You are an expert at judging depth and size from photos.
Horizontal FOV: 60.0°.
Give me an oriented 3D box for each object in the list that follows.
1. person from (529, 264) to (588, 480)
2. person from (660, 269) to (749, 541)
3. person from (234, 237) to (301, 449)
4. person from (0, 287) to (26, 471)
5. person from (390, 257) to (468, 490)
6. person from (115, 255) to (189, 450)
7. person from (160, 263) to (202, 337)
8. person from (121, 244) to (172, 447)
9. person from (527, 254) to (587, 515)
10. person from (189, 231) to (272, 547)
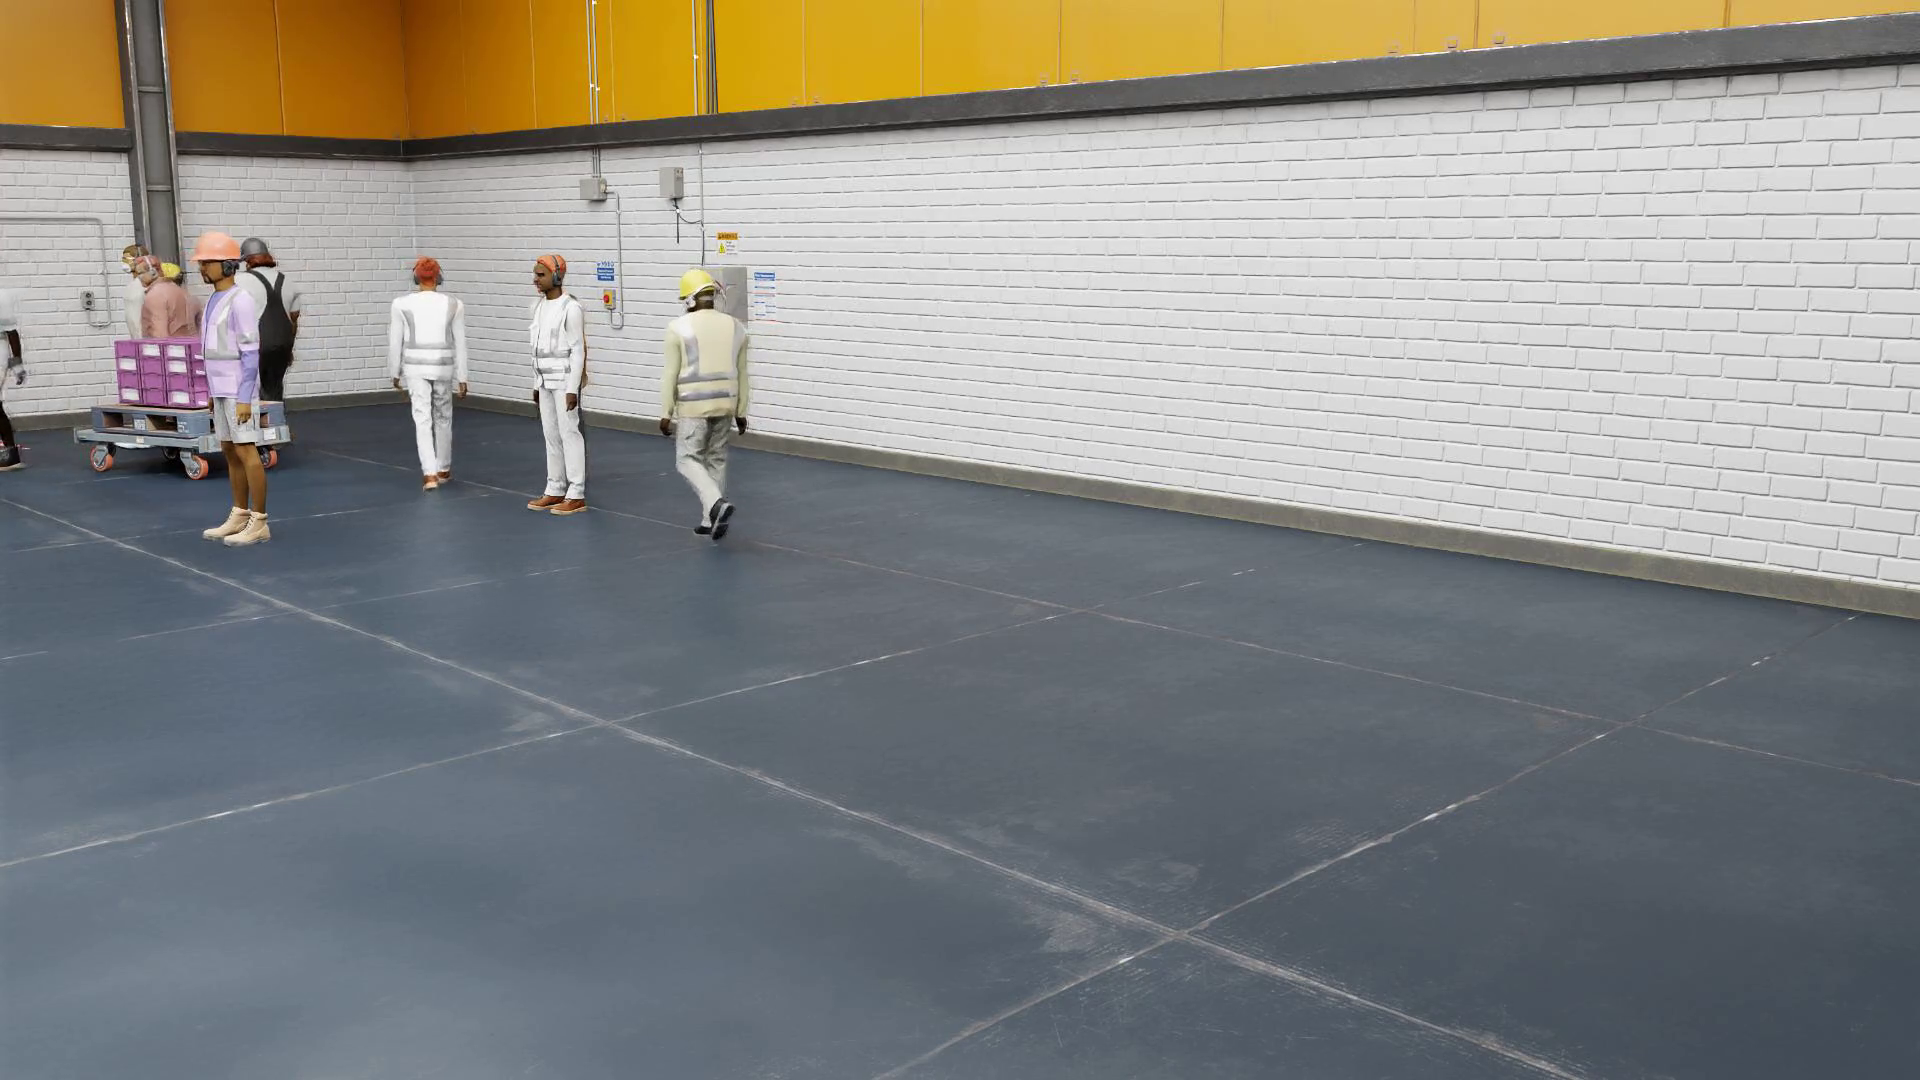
[{"bbox_3d":[-3.271,-1.375,13.647,0.578,1.821,0.424,-9,13,-39],"label":"person"},{"bbox_3d":[-1.630,-0.856,10.858,0.615,1.803,0.631,-8,13,-36],"label":"person"},{"bbox_3d":[-6.513,-1.849,15.627,0.690,2.000,0.721,7,12,33],"label":"person"},{"bbox_3d":[-8.323,-1.497,13.990,0.622,1.927,0.929,3,11,15],"label":"person"},{"bbox_3d":[-4.249,-1.330,13.343,0.581,1.853,0.825,-4,11,-22],"label":"person"},{"bbox_3d":[-7.451,-1.763,15.705,1.006,1.845,0.733,0,10,-2],"label":"person"},{"bbox_3d":[-7.718,-1.868,16.506,0.350,1.750,0.561,6,12,29],"label":"person"},{"bbox_3d":[-7.812,-1.857,15.952,0.373,1.940,0.629,-10,14,-44],"label":"person"},{"bbox_3d":[-2.945,-1.127,12.126,0.356,1.883,0.574,-10,14,-44],"label":"person"},{"bbox_3d":[-4.782,-0.982,10.886,0.369,2.046,0.606,-10,14,-44],"label":"person"}]
